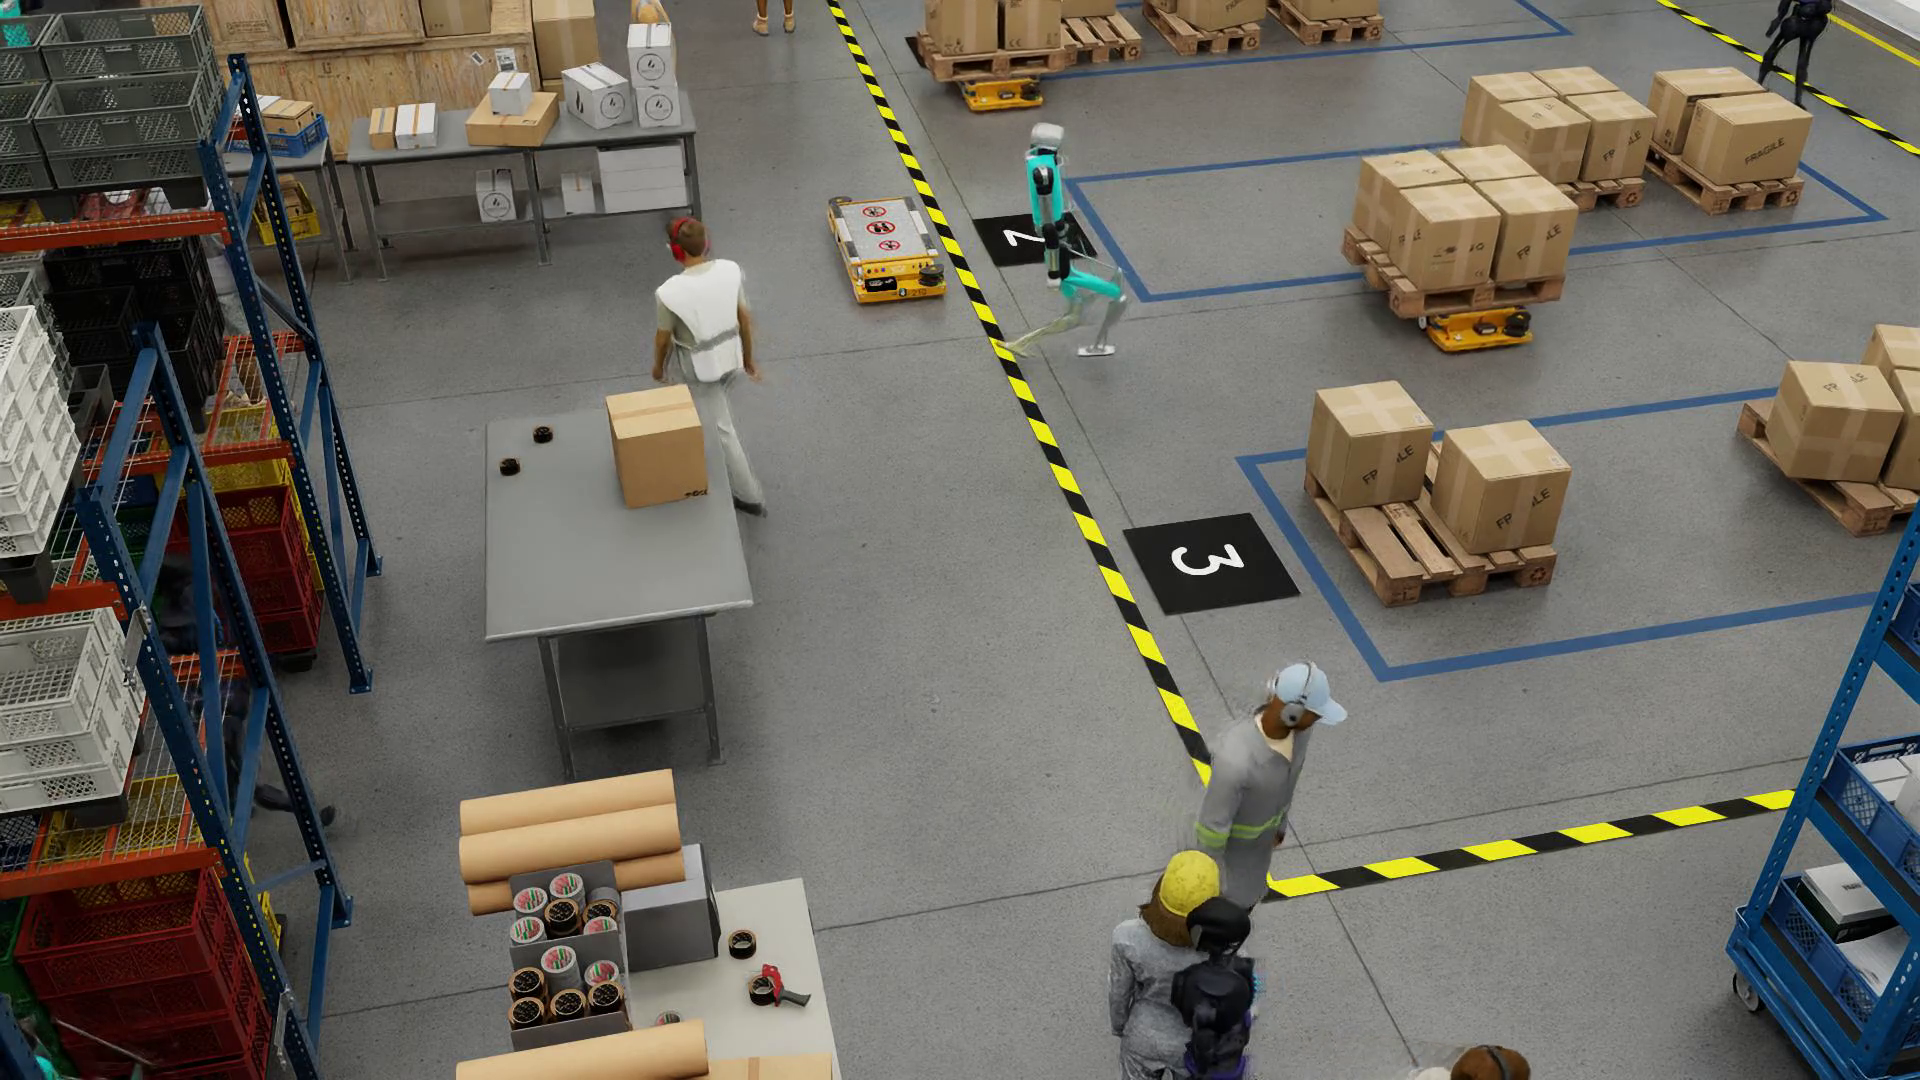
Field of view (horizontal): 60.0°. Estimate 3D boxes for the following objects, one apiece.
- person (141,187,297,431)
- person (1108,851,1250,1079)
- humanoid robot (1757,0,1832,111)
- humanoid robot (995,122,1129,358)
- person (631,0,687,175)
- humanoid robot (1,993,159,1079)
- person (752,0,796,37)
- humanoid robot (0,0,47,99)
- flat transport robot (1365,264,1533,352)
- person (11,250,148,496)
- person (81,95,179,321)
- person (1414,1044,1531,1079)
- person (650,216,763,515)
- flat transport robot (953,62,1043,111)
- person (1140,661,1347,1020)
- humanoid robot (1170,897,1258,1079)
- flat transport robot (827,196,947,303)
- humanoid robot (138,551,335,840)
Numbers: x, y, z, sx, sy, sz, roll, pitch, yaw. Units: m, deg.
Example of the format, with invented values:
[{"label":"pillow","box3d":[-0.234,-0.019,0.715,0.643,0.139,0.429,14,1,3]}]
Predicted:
[{"label":"person","box3d":[-4.594,-1.627,10.257,0.613,2.041,0.384,13,39,17]},{"label":"person","box3d":[0.764,1.751,5.964,0.486,1.744,0.294,8,37,10]},{"label":"humanoid robot","box3d":[7.388,-4.635,14.609,0.583,1.638,0.604,-15,39,-19]},{"label":"humanoid robot","box3d":[0.749,-1.870,10.832,1.026,1.730,0.537,0,37,0]},{"label":"person","box3d":[-2.360,-3.688,13.113,0.353,1.937,0.543,-10,38,-13]},{"label":"humanoid robot","box3d":[-3.064,1.836,5.891,0.971,1.789,0.590,-17,40,-22]},{"label":"person","box3d":[-1.853,-5.883,15.973,0.606,2.048,0.366,-10,38,-14]},{"label":"humanoid robot","box3d":[-7.526,-3.589,13.141,1.029,1.737,0.557,8,37,11]},{"label":"flat transport robot","box3d":[3.487,-1.810,11.963,0.652,0.197,1.431,-8,37,-10]},{"label":"person","box3d":[-5.165,-1.010,9.678,0.735,1.737,0.528,-1,37,-1]},{"label":"person","box3d":[-5.749,-2.351,11.337,0.391,1.913,0.587,9,38,12]},{"label":"person","box3d":[1.440,2.221,5.265,0.601,1.823,0.516,-2,37,-3]},{"label":"person","box3d":[-1.504,-1.036,9.667,0.945,1.788,0.555,26,44,30]},{"label":"flat transport robot","box3d":[0.271,-4.342,15.366,0.652,0.197,1.431,-8,37,-10]},{"label":"person","box3d":[1.110,1.194,6.661,0.607,1.808,0.638,28,45,32]},{"label":"humanoid robot","box3d":[0.840,1.846,5.885,0.337,1.648,0.611,9,37,11]},{"label":"flat transport robot","box3d":[-0.570,-2.220,12.538,0.659,0.231,1.431,-8,37,-10]},{"label":"humanoid robot","box3d":[-3.283,0.721,7.447,0.707,1.656,0.593,-2,37,-3]}]
